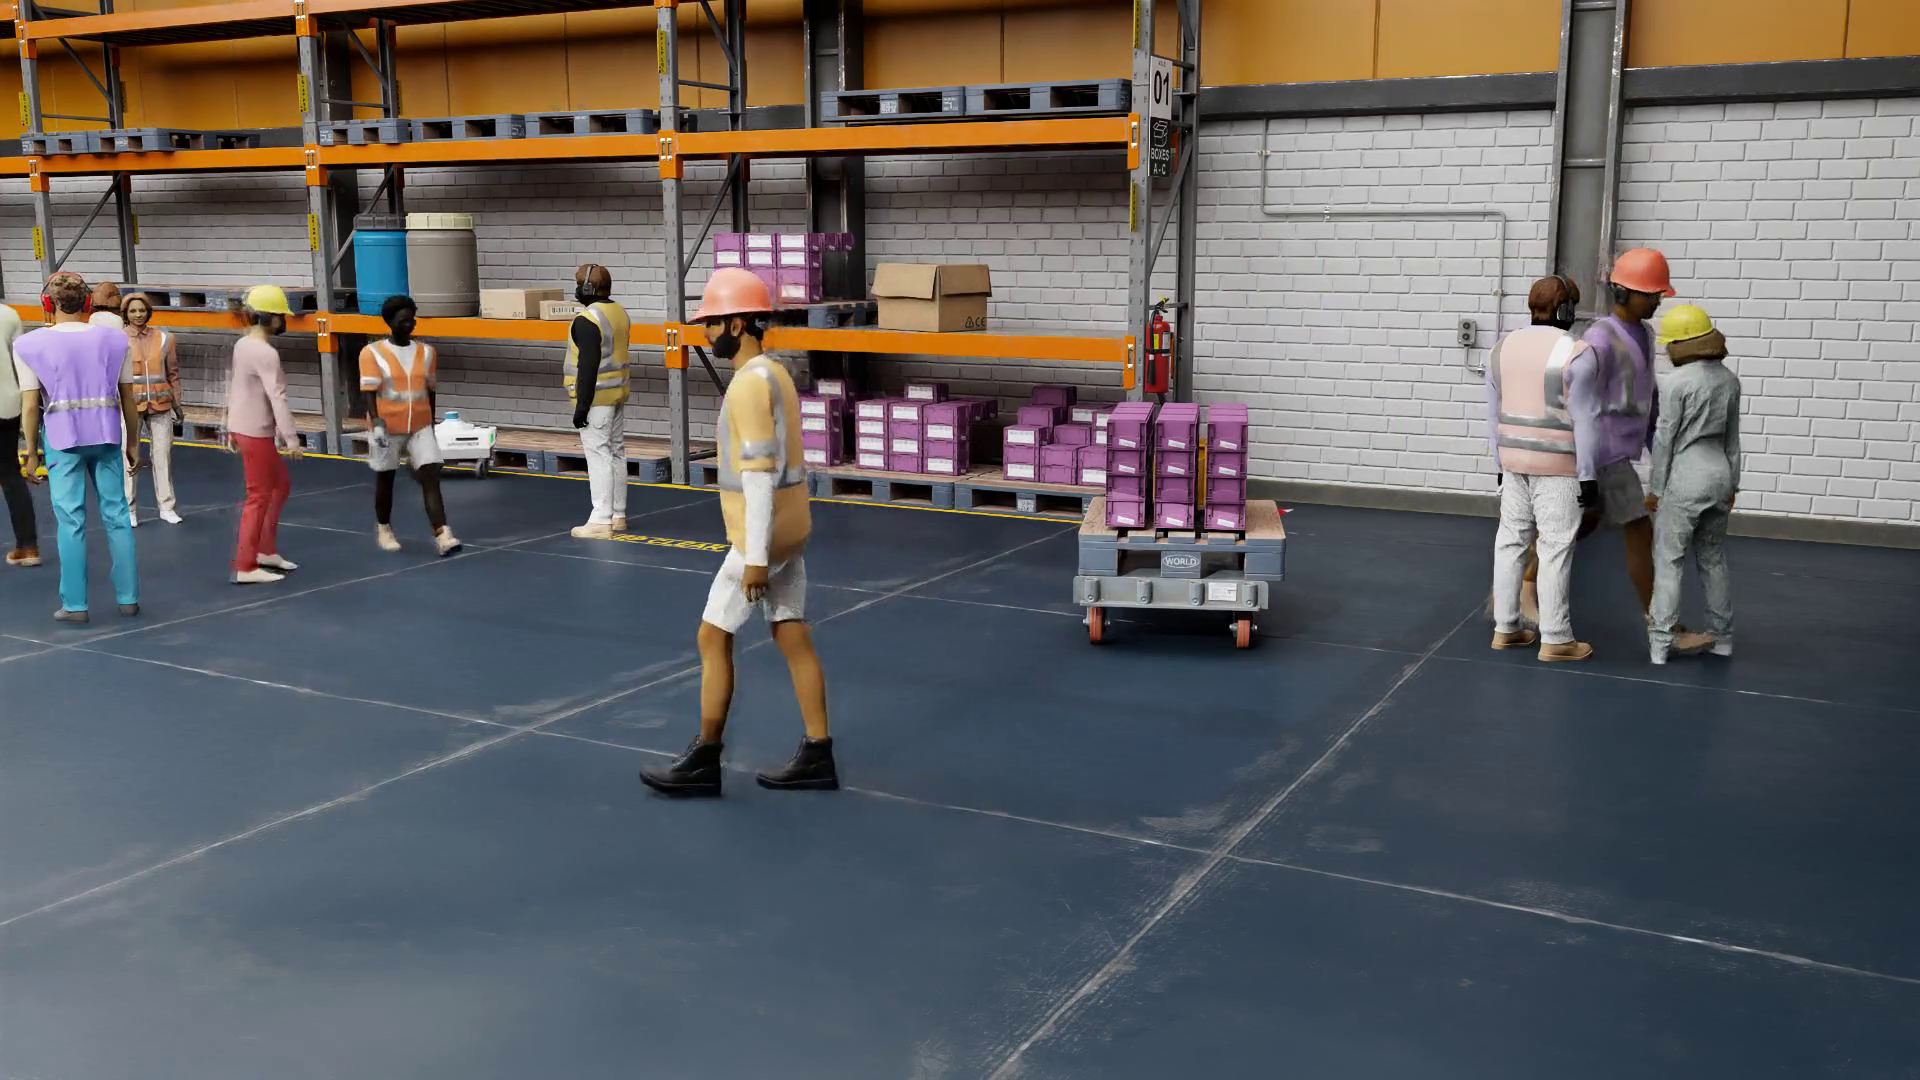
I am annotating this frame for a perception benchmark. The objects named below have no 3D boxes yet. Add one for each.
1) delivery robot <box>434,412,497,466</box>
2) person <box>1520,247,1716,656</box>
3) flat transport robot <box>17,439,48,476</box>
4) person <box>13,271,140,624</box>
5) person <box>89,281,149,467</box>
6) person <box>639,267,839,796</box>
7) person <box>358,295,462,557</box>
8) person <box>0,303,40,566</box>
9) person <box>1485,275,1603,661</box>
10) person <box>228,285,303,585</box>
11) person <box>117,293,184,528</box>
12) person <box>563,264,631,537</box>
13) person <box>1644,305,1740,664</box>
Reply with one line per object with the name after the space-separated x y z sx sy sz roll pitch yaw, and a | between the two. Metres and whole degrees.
-4.256 -0.835 13.969 0.707 0.478 0.477 -2 11 -13 | delivery robot
3.208 -0.453 8.255 1.077 1.978 0.628 8 13 37 | person
-8.295 -0.704 14.285 0.652 0.197 1.431 -7 12 -34 | flat transport robot
-4.598 -0.477 8.722 0.567 1.846 0.389 -9 14 -42 | person
-7.416 -1.435 14.585 0.510 1.637 0.279 7 12 33 | person
-0.832 -0.015 6.006 0.836 1.904 0.579 1 10 4 | person
-3.501 -0.710 10.508 0.545 1.650 0.838 -9 14 -40 | person
-5.957 -0.781 10.068 0.493 1.968 0.651 6 12 29 | person
2.817 -0.343 8.003 0.429 1.844 0.627 -6 12 -30 | person
-4.078 -0.616 9.765 0.538 1.742 0.576 -9 14 -40 | person
-5.719 -0.909 11.657 0.523 1.638 0.311 -9 14 -41 | person
-2.460 -0.940 11.273 0.429 1.844 0.627 2 11 10 | person
3.495 -0.262 7.930 0.527 1.710 0.365 -5 11 -25 | person
